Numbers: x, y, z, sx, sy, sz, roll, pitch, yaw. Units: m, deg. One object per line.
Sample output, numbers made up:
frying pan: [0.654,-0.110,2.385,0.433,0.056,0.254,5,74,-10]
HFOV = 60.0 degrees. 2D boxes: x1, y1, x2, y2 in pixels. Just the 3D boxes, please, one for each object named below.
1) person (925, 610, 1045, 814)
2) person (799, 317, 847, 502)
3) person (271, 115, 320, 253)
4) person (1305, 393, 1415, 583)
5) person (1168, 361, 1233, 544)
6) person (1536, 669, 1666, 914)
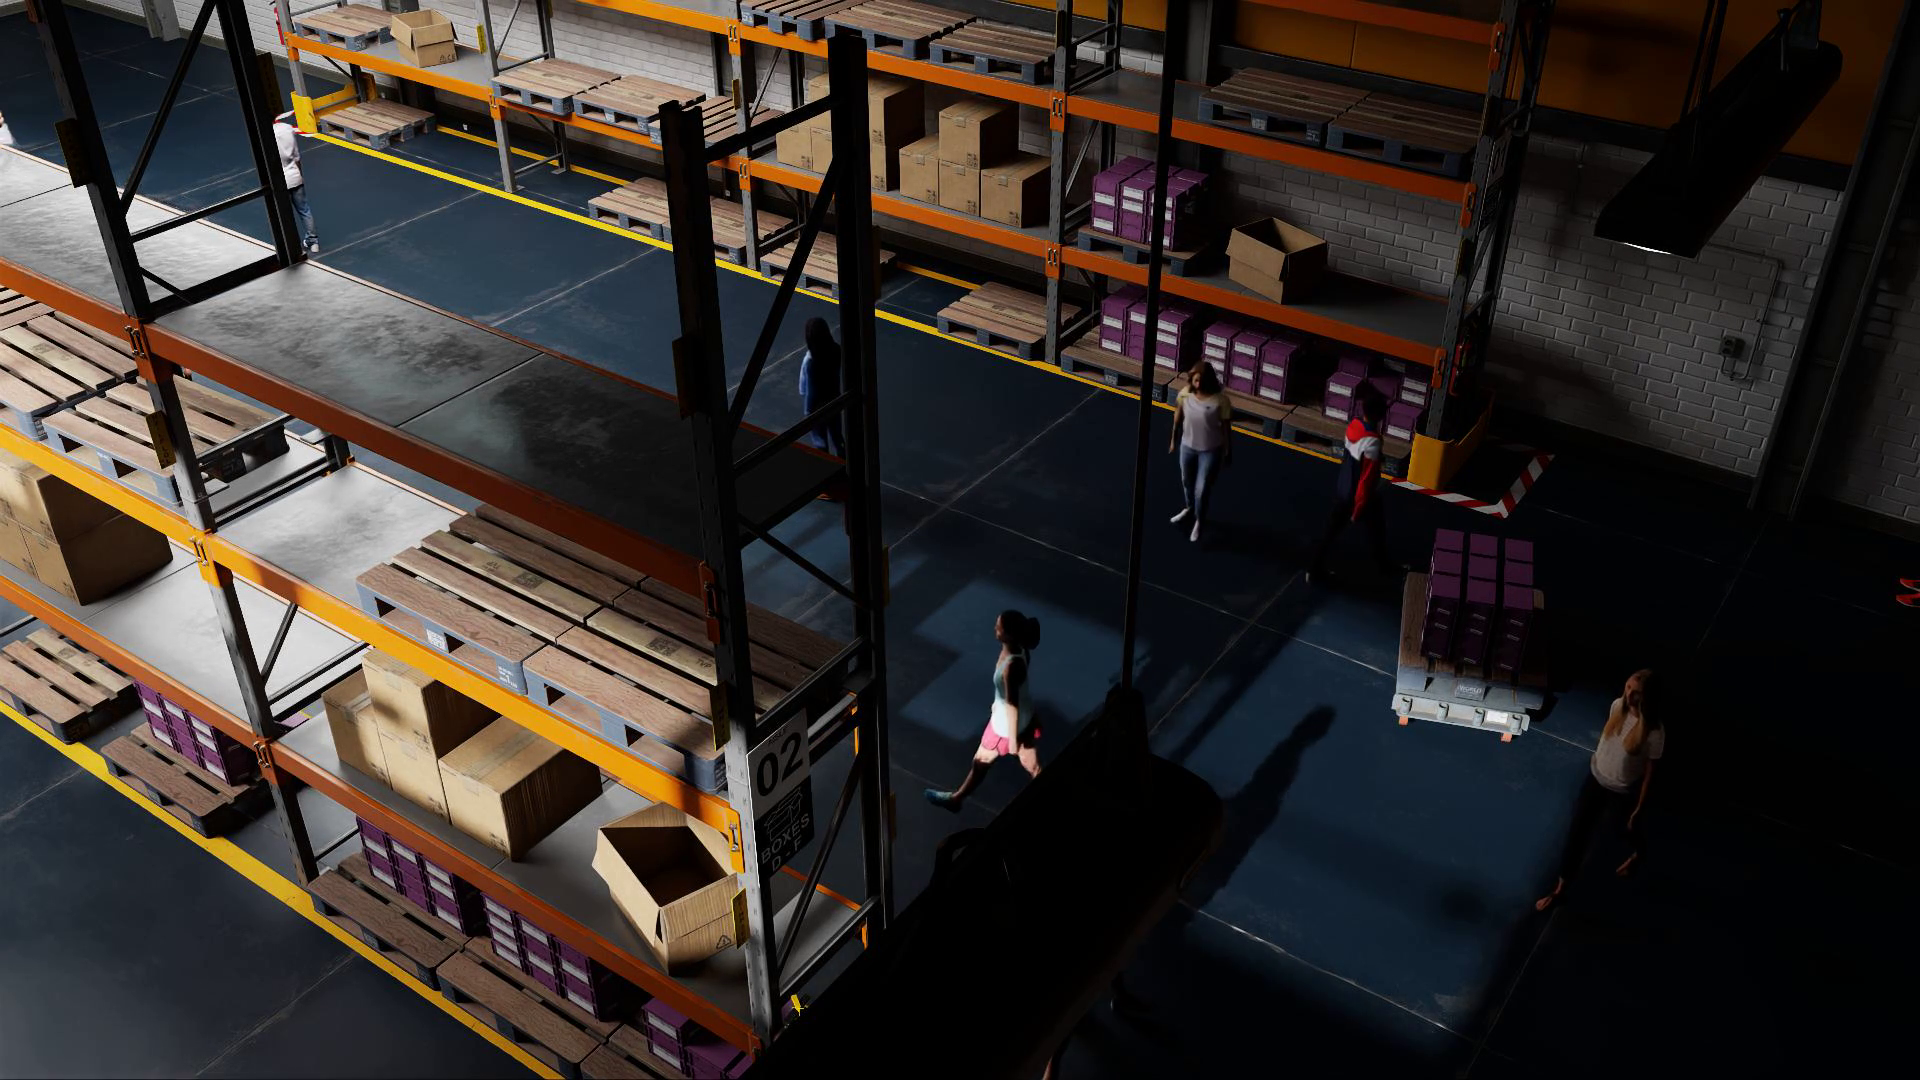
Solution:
person: [0.428,1.222,10.845,1.233,1.712,0.889,8,34,11]
person: [-1.171,-1.143,14.404,0.508,1.712,0.596,23,40,30]
person: [-7.599,-4.066,18.707,0.566,1.815,0.629,23,40,30]
person: [3.072,-0.352,13.209,1.147,1.717,1.104,-6,34,-10]
person: [2.044,-0.771,13.867,0.667,1.687,0.787,25,41,33]
person: [4.144,1.528,10.316,0.999,1.789,1.180,-19,38,-26]
